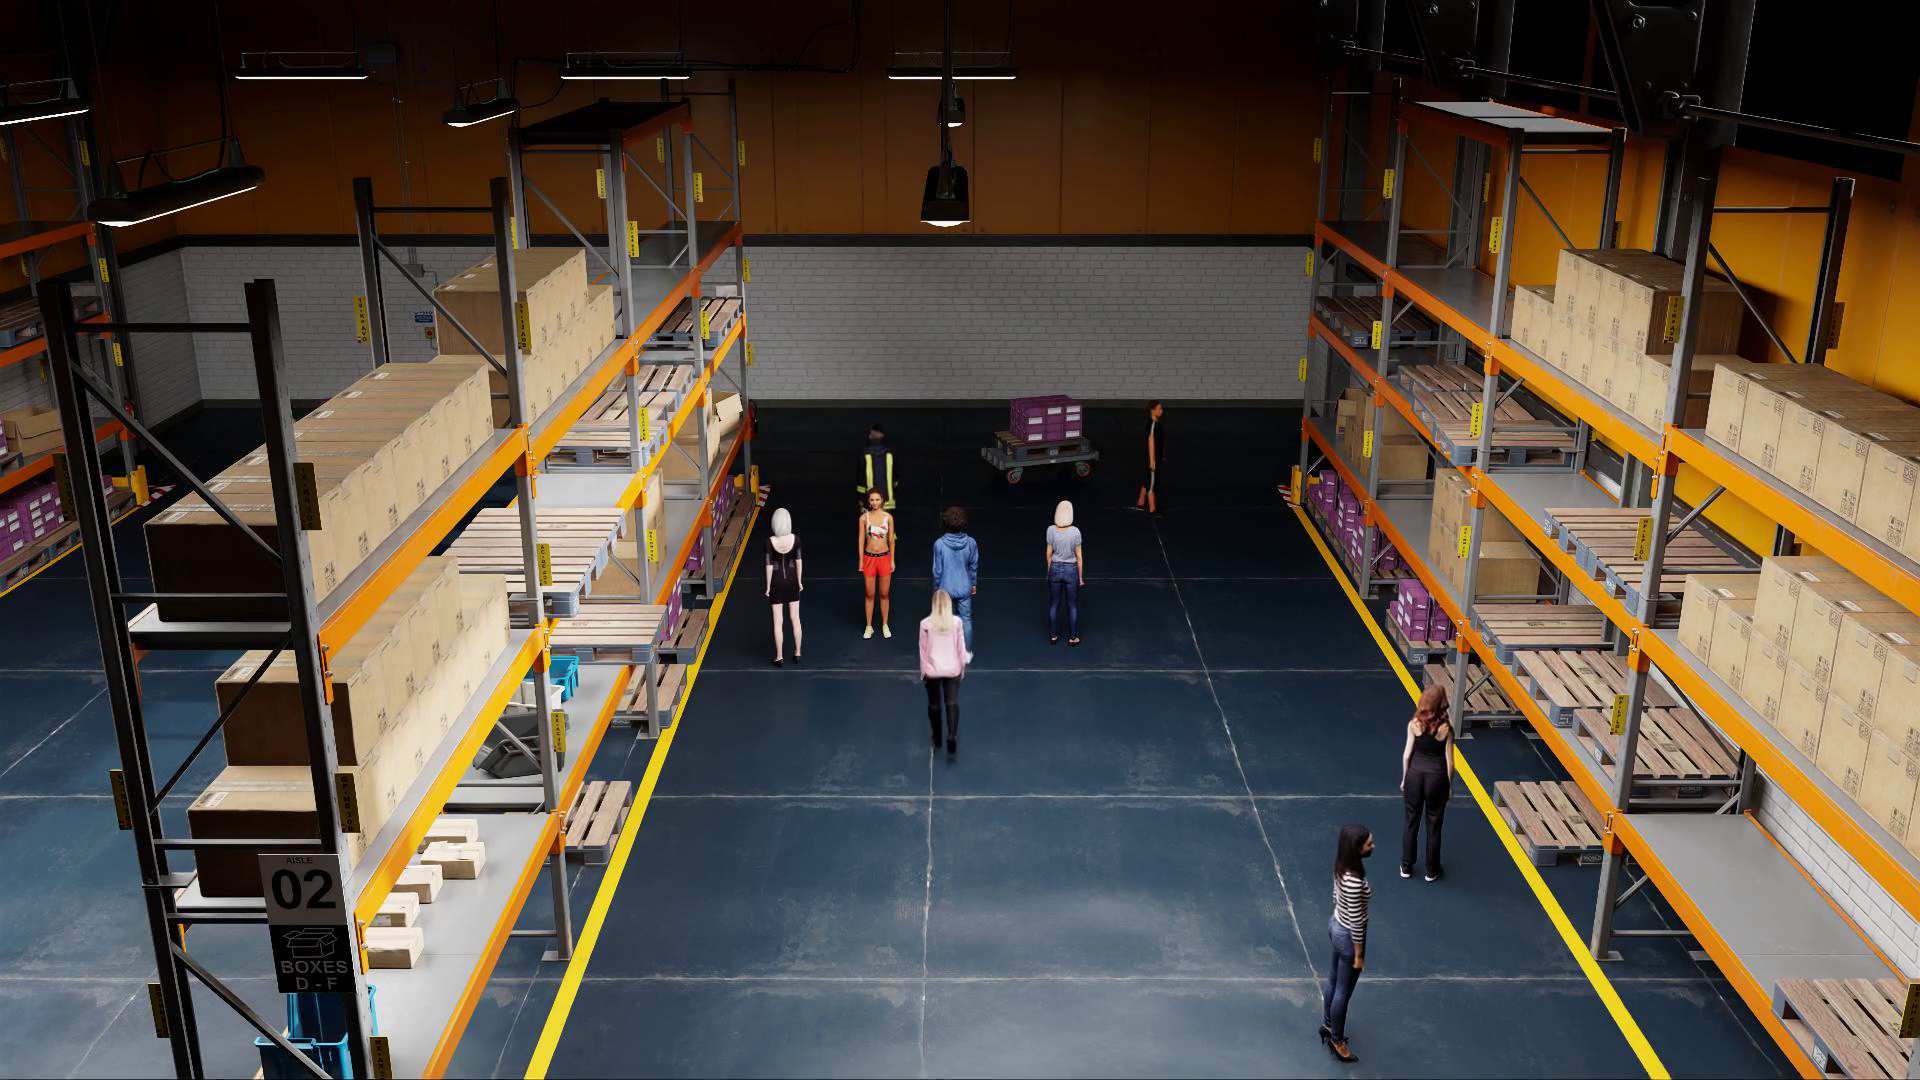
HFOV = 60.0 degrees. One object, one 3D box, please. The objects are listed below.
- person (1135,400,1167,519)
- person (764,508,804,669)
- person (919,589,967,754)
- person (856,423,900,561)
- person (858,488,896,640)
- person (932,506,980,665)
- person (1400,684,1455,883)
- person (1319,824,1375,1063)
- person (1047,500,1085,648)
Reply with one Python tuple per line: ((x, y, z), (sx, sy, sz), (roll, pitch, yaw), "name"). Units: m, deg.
((2.707, -1.182, 23.599), (0.721, 1.677, 0.679), (4, 19, 11), "person")
((-1.936, 0.513, 18.325), (0.646, 1.830, 0.631), (-8, 20, -22), "person")
((-0.168, 1.312, 16.201), (0.665, 1.671, 0.928), (-2, 19, -7), "person")
((-1.041, -0.594, 21.618), (1.032, 1.826, 1.262), (-7, 20, -20), "person")
((-0.957, 0.254, 19.154), (0.602, 1.791, 0.578), (-2, 19, -5), "person")
((-0.057, 0.501, 18.391), (0.706, 1.810, 0.606), (-3, 19, -8), "person")
((3.913, 2.027, 13.961), (0.647, 1.747, 0.644), (8, 20, 23), "person")
((2.697, 2.793, 11.606), (0.639, 1.797, 0.408), (0, 19, -1), "person")
((1.183, 0.375, 18.903), (0.633, 1.723, 0.607), (6, 19, 17), "person")
